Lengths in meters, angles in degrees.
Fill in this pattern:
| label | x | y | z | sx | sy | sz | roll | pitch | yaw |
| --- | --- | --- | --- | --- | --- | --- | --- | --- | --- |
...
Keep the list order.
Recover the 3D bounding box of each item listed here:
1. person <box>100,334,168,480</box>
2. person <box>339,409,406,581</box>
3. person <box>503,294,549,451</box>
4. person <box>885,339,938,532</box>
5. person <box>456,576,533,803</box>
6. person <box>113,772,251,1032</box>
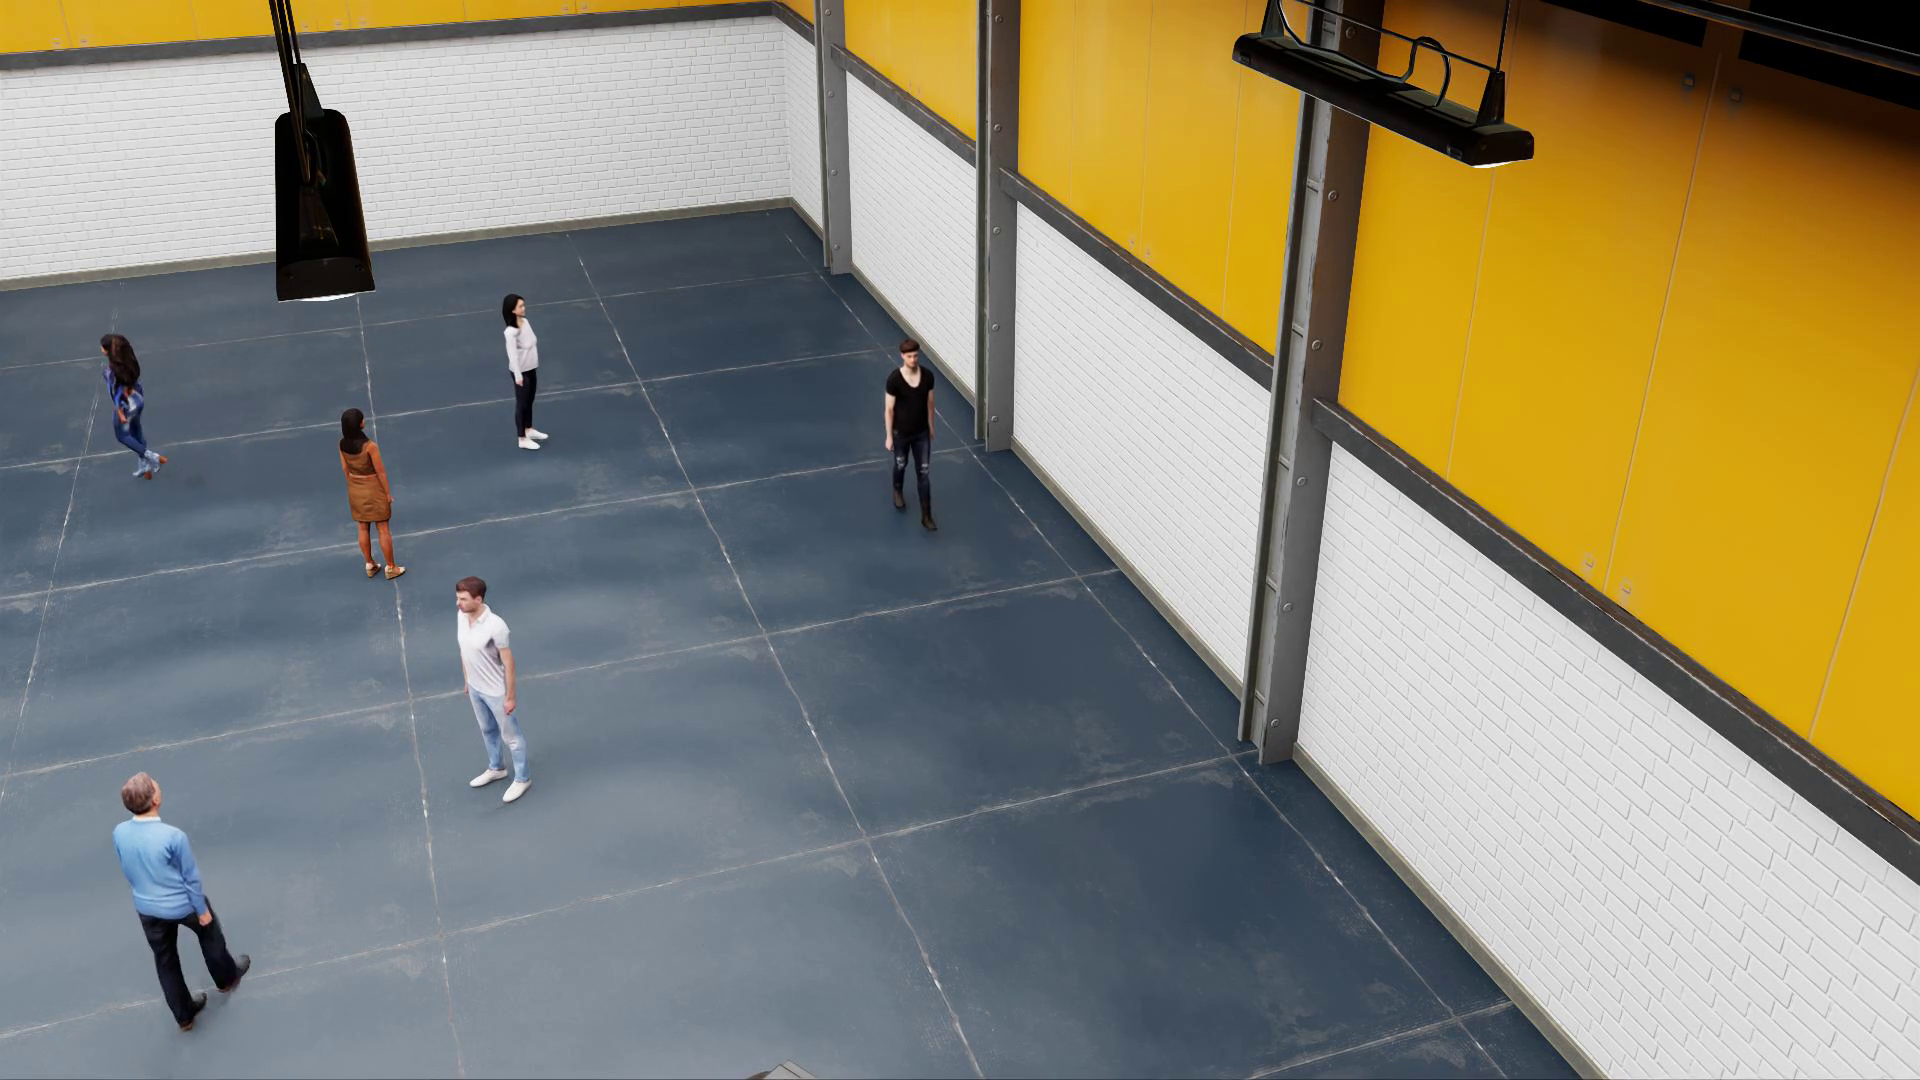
| label | x | y | z | sx | sy | sz | roll | pitch | yaw |
| --- | --- | --- | --- | --- | --- | --- | --- | --- | --- |
| person | -8.408 | -1.346 | 16.937 | 0.833 | 1.609 | 0.774 | 5 | 29 | 8 |
| person | -5.393 | -0.418 | 15.151 | 0.640 | 1.690 | 0.672 | 8 | 30 | 14 |
| person | -4.653 | -1.813 | 17.698 | 0.757 | 1.700 | 0.636 | 3 | 29 | 6 |
| person | -0.520 | -1.085 | 16.208 | 0.766 | 1.850 | 1.204 | -7 | 29 | -13 |
| person | -3.454 | 1.074 | 12.248 | 0.684 | 1.850 | 0.792 | 19 | 34 | 30 |
| person | -4.865 | 2.252 | 10.138 | 0.886 | 1.804 | 0.993 | 3 | 29 | 5 |
